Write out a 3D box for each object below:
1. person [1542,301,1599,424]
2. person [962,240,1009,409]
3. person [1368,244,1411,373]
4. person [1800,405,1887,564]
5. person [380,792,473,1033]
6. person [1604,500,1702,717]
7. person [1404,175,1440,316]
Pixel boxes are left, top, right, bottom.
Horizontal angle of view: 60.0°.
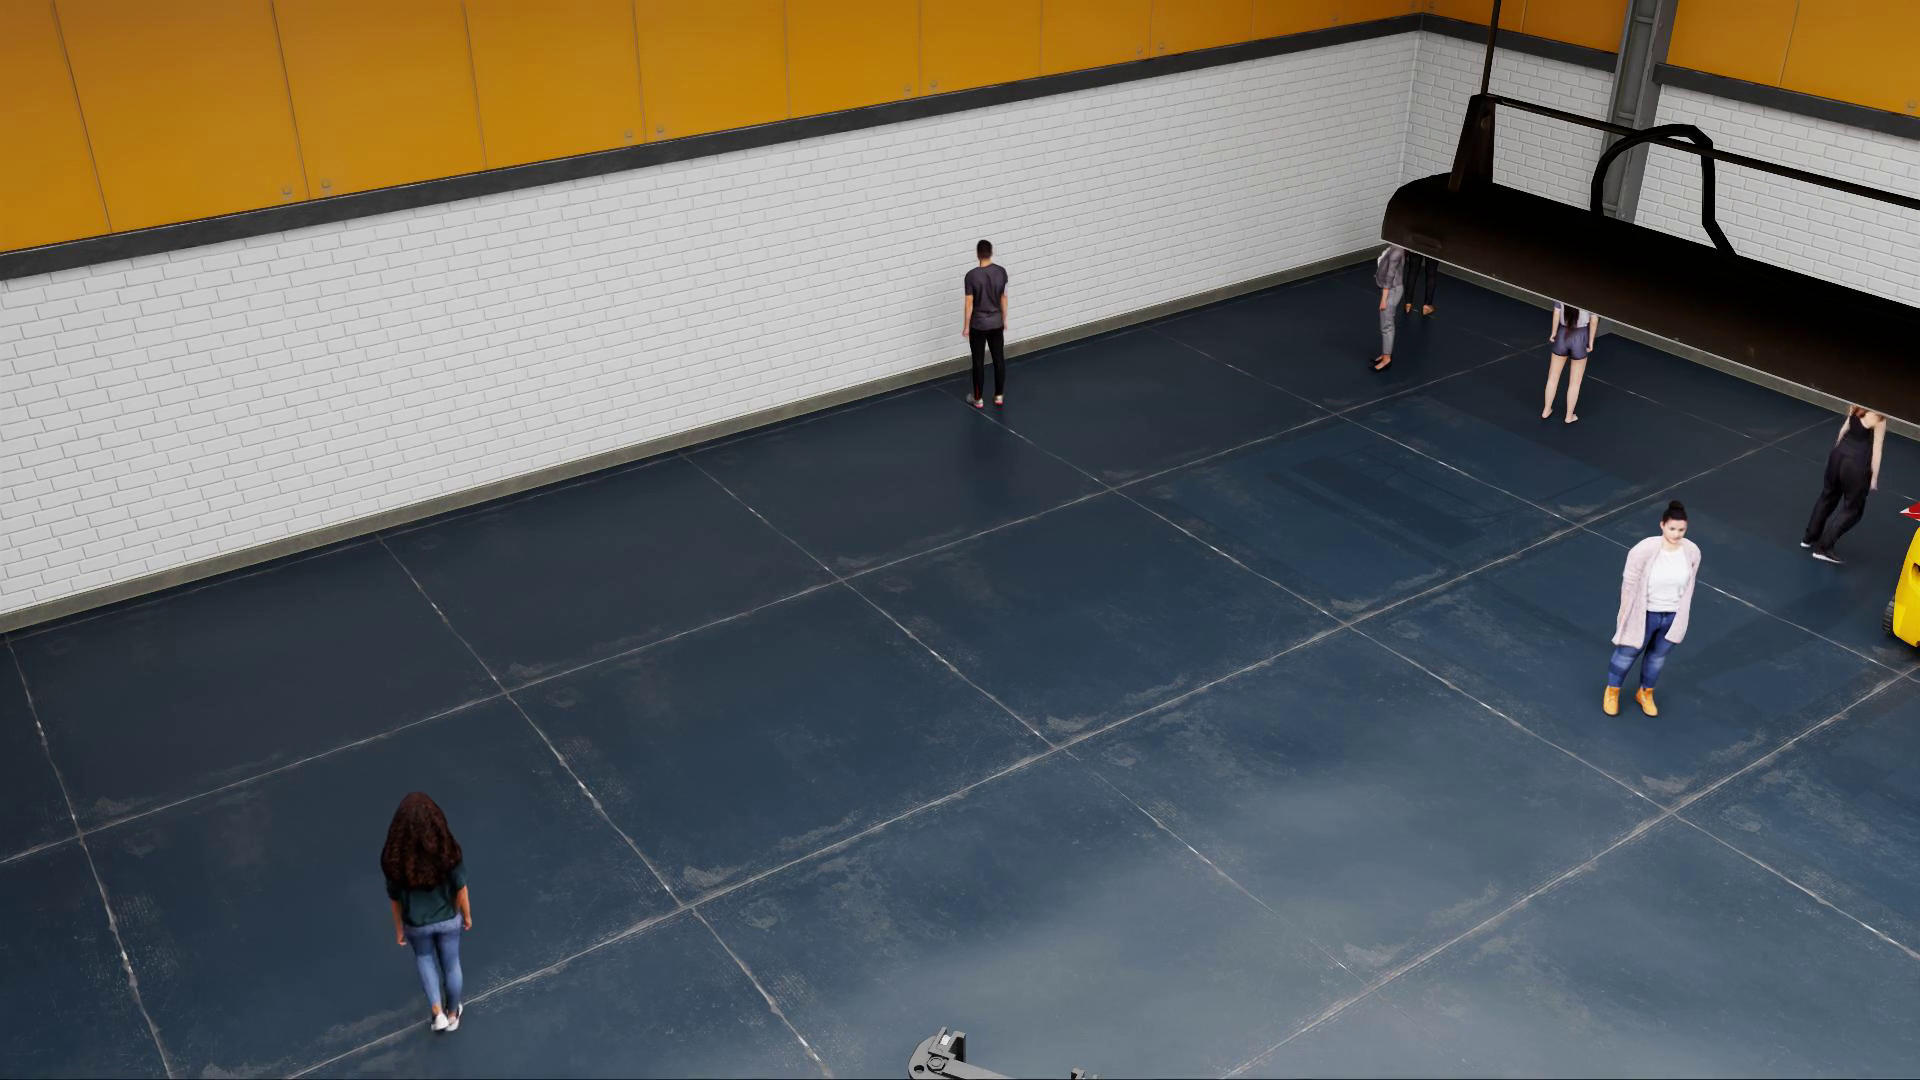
[{"bbox_3d":[6.161,-1.980,16.757,0.583,1.650,0.724,18,33,29],"label":"person"},{"bbox_3d":[0.265,-2.218,17.077,0.693,1.762,0.617,-10,30,-18],"label":"person"},{"bbox_3d":[4.641,-2.640,17.941,0.744,1.675,0.709,10,30,18],"label":"person"},{"bbox_3d":[7.594,-0.621,14.190,0.821,1.723,0.676,-18,33,-29],"label":"person"},{"bbox_3d":[-2.938,2.141,9.243,0.705,1.610,0.757,-7,29,-12],"label":"person"},{"bbox_3d":[5.054,0.498,12.118,0.796,1.743,0.829,1,29,2],"label":"person"},{"bbox_3d":[5.448,-3.451,19.449,0.856,1.655,0.927,12,31,22],"label":"person"}]
